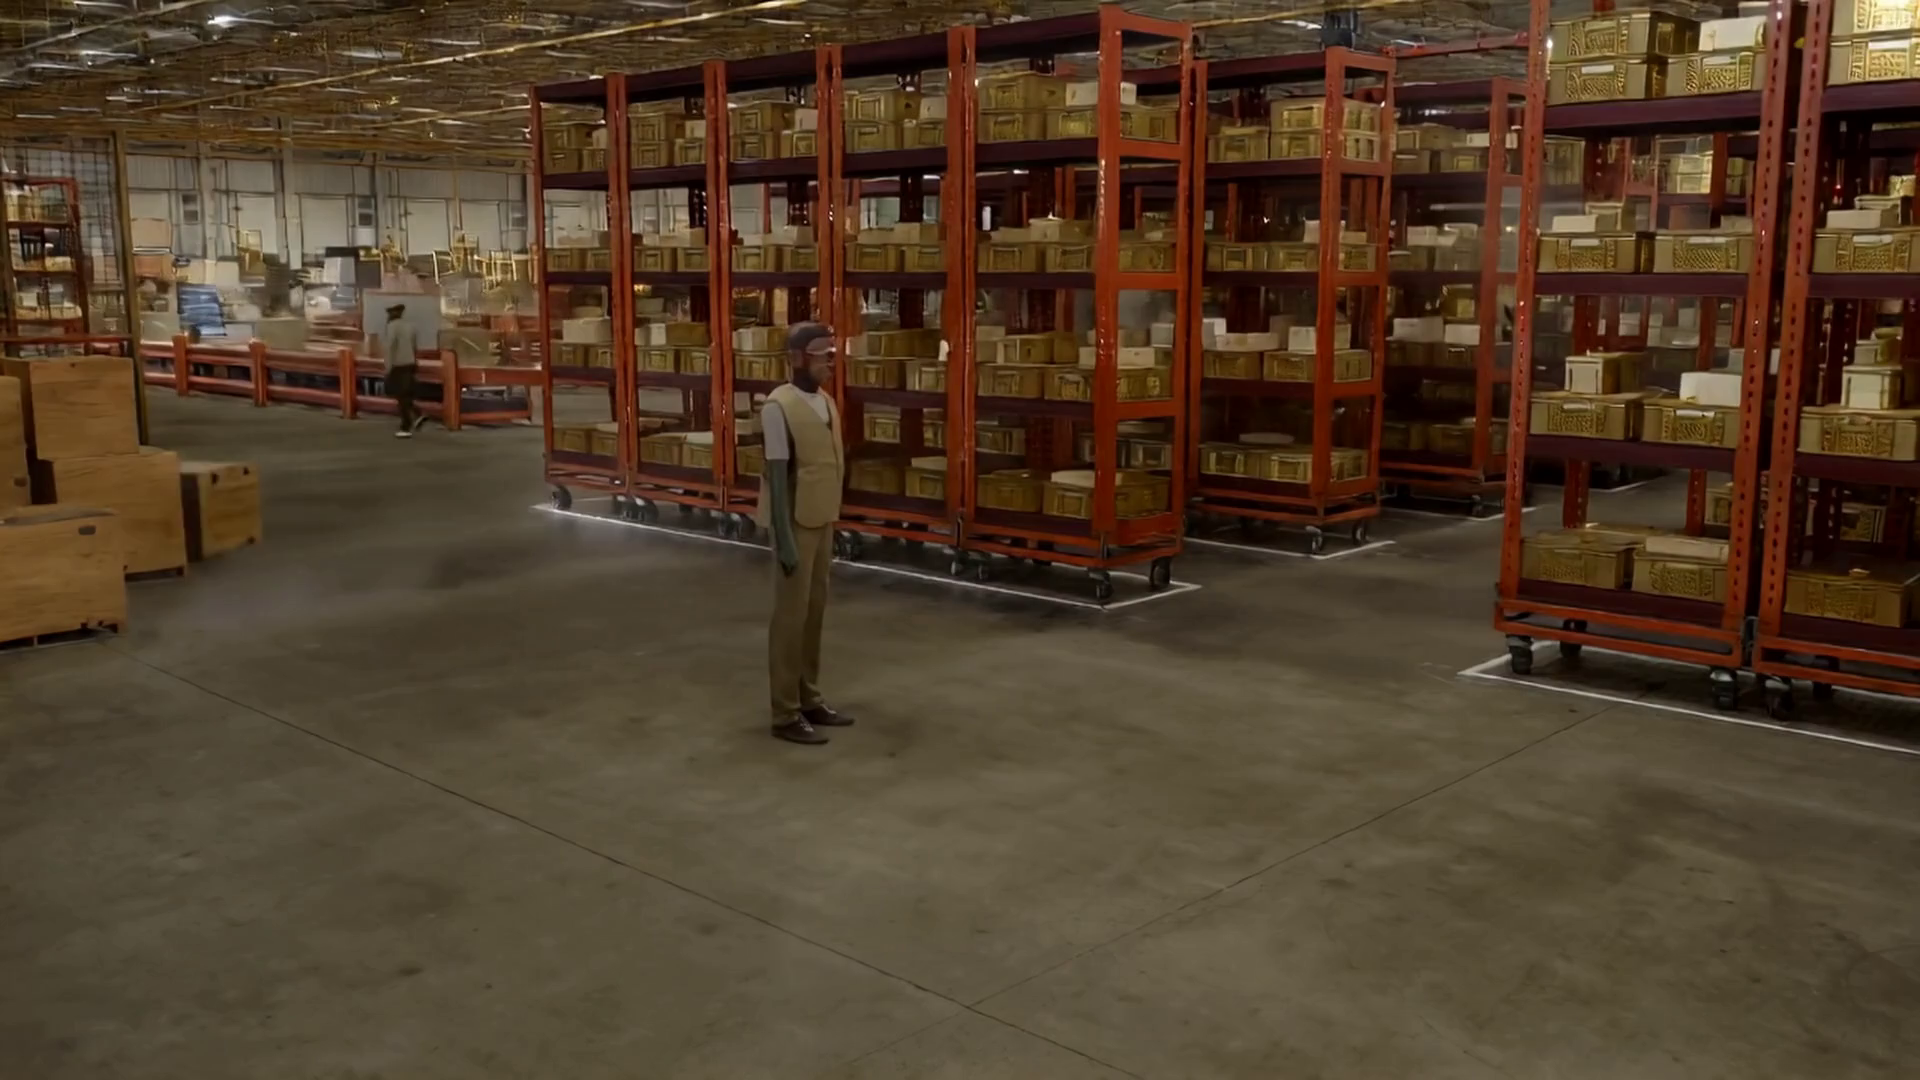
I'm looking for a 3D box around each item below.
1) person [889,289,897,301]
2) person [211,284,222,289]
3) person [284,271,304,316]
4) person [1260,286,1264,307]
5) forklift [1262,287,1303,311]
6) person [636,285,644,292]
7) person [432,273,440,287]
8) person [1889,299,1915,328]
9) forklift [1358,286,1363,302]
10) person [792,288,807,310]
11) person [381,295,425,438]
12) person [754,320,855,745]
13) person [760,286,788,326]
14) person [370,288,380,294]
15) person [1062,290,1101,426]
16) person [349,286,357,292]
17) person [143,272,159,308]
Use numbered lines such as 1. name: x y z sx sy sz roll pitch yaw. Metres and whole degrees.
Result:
1. person: -2.328 -8.310 58.307 0.312 1.768 0.522 3 10 18
2. person: -21.983 -6.853 49.479 0.503 1.720 0.495 -7 12 -37
3. person: -15.633 -5.264 38.880 0.925 2.004 0.607 -7 12 -37
4. person: 10.884 -8.854 60.817 0.609 2.034 0.404 2 10 14
5. forklift: 10.769 -8.203 54.240 1.129 2.768 1.873 8 12 42
6. person: -17.509 -13.686 90.864 0.638 1.911 0.903 7 12 37
7. person: -21.008 -9.817 67.073 0.586 1.916 0.523 -4 10 -25
8. person: 10.123 -1.711 17.740 0.444 1.795 0.681 -1 9 -5
9. forklift: 11.100 -7.017 46.970 1.873 2.768 1.129 9 13 43
10. person: -4.440 -6.325 45.976 0.605 1.812 0.625 -7 12 -38
11. person: -6.872 -2.122 20.399 0.376 1.755 0.523 3 10 16
12. person: -0.696 -0.042 7.358 0.389 1.847 0.563 3 10 18
13. person: -4.181 -5.004 37.654 0.671 1.887 0.433 2 9 10
14. person: -13.932 -5.323 39.505 0.397 1.922 0.582 -4 10 -25
15. person: 1.111 -1.359 15.095 0.943 1.963 0.606 8 12 40
16. person: -31.892 -13.091 87.124 0.594 1.926 0.366 0 9 1
17. person: -26.829 -7.934 55.342 0.622 1.974 0.654 1 9 6
